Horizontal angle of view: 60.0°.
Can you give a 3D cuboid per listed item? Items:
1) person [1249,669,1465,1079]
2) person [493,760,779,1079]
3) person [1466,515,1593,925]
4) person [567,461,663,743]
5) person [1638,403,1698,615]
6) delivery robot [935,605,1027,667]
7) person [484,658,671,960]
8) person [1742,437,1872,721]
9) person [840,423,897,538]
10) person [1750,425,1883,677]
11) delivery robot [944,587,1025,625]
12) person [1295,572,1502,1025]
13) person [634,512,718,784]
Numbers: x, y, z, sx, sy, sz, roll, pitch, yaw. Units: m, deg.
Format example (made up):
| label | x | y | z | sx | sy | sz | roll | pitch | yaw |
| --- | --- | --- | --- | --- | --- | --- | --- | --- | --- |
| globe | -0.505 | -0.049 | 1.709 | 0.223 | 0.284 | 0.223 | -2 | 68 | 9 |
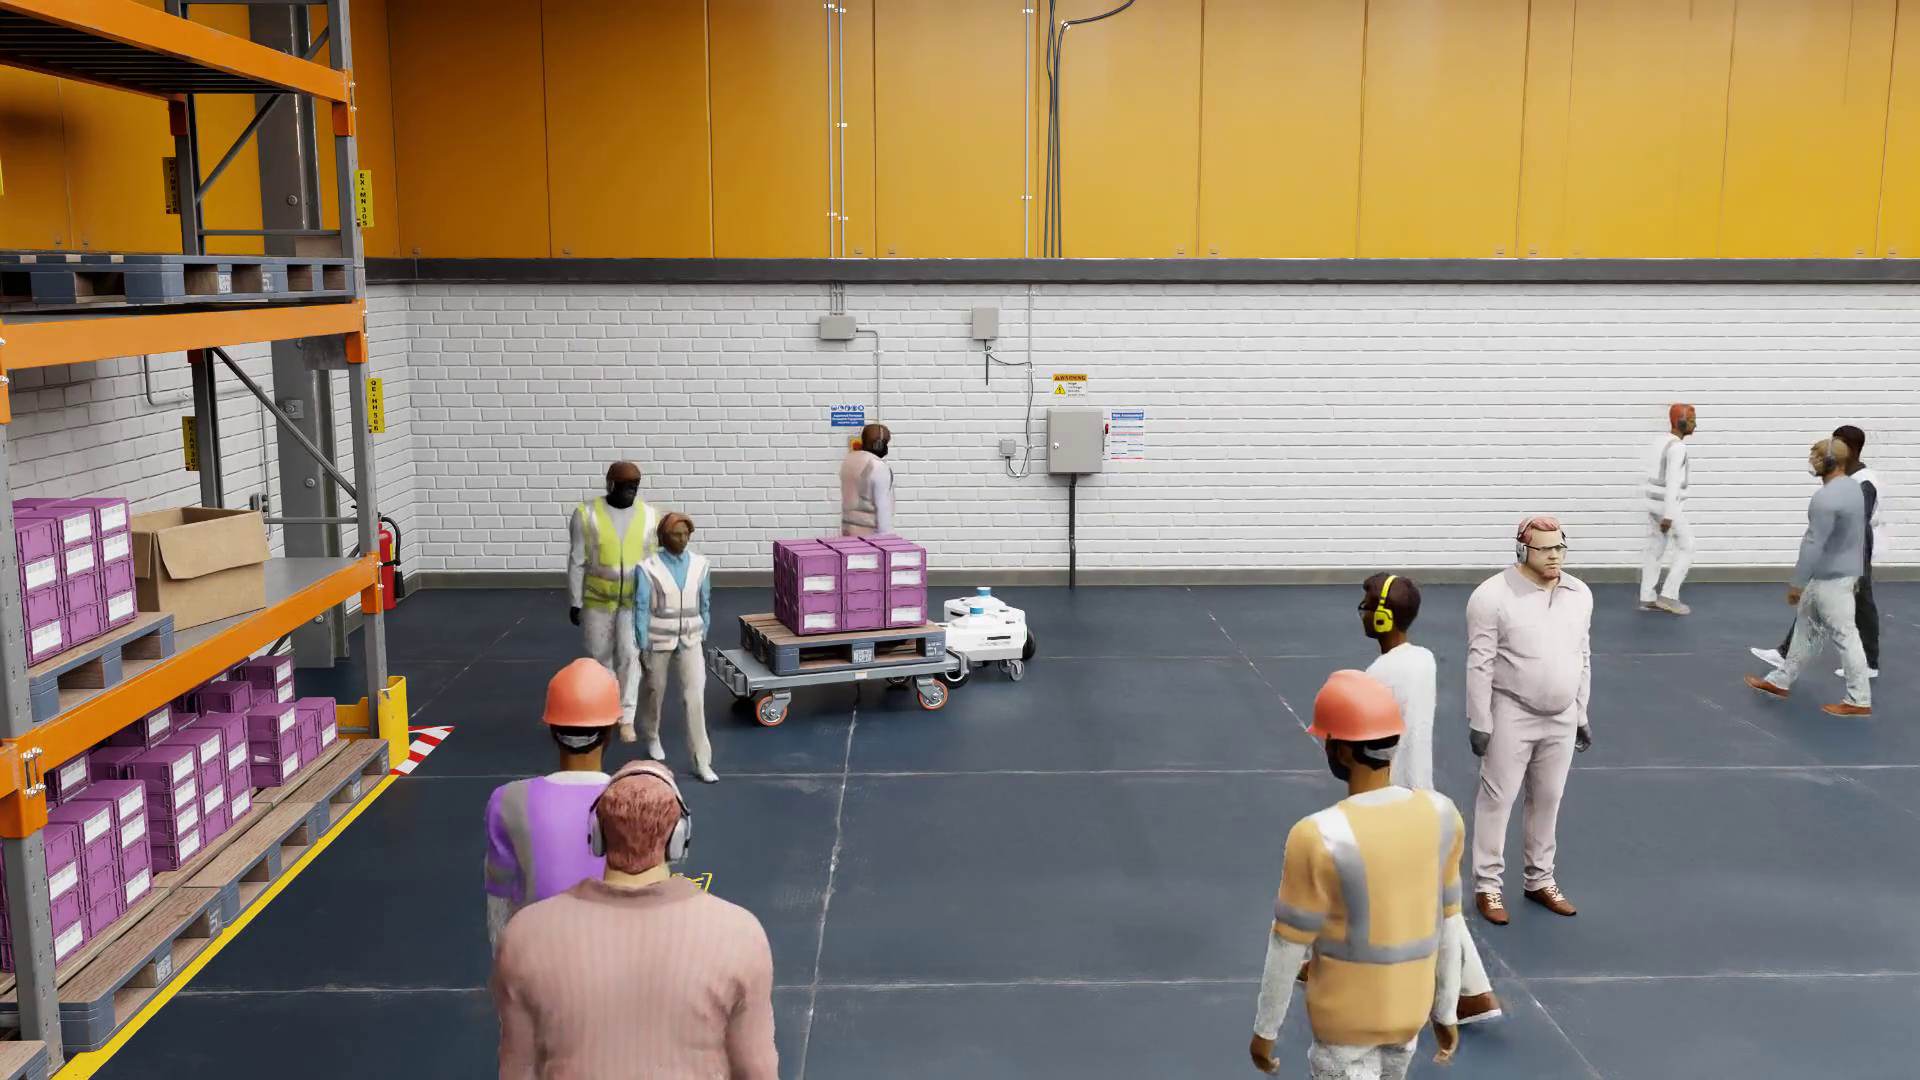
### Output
| label | x | y | z | sx | sy | sz | roll | pitch | yaw |
| --- | --- | --- | --- | --- | --- | --- | --- | --- | --- |
| person | 1.081 | 1.302 | 4.790 | 0.578 | 1.920 | 0.653 | -4 | 10 | -24 |
| person | -0.748 | 1.462 | 3.916 | 0.659 | 1.886 | 0.547 | -1 | 9 | -7 |
| person | 2.669 | 0.829 | 7.755 | 0.648 | 1.907 | 0.409 | -3 | 10 | -16 |
| person | -2.260 | 0.364 | 10.925 | 0.629 | 1.811 | 0.823 | -3 | 10 | -16 |
| person | 6.285 | -0.268 | 14.632 | 0.560 | 1.865 | 0.582 | 1 | 9 | 5 |
| delivery robot | 0.125 | 0.722 | 12.254 | 0.707 | 0.478 | 0.477 | -2 | 10 | -15 |
| person | -1.134 | 1.296 | 4.985 | 0.550 | 1.891 | 1.010 | -2 | 9 | -11 |
| person | 5.825 | 0.247 | 11.352 | 0.961 | 1.891 | 0.652 | 8 | 12 | 40 |
| person | -0.800 | -0.031 | 13.364 | 0.757 | 1.811 | 0.672 | -6 | 11 | -32 |
| person | 6.427 | 0.097 | 12.309 | 0.938 | 1.876 | 0.619 | 0 | 9 | 2 |
| delivery robot | 0.183 | 0.610 | 12.941 | 0.477 | 0.478 | 0.707 | -7 | 11 | -36 |
| person | 1.790 | 1.036 | 6.724 | 0.545 | 1.832 | 0.967 | -9 | 13 | -44 |
| person | -1.745 | 0.616 | 10.030 | 0.521 | 1.593 | 0.867 | -5 | 11 | -30 |
